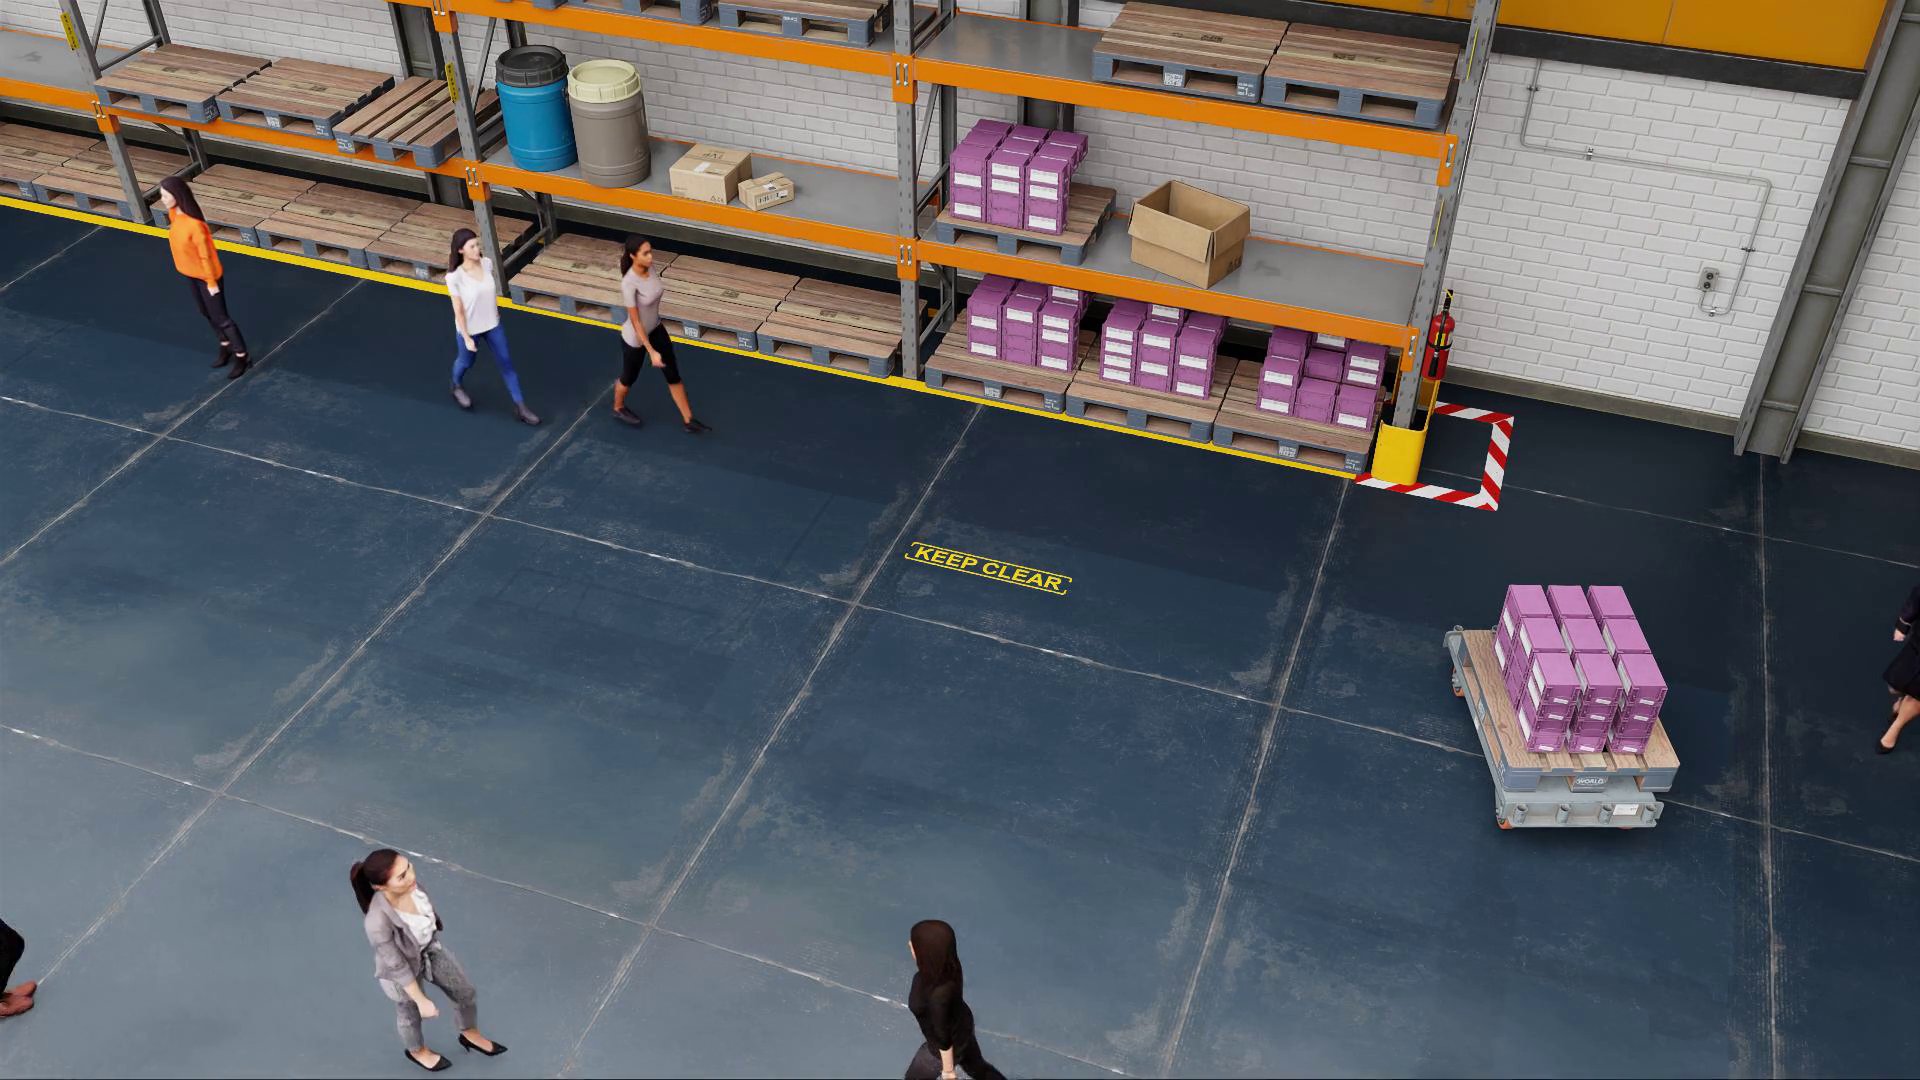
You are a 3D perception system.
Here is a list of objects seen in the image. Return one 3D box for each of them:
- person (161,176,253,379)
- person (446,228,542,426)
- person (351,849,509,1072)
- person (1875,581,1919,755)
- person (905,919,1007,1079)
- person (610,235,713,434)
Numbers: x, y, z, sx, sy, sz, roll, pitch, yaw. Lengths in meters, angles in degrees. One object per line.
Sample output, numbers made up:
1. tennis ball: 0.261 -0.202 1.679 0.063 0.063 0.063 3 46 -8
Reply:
1. person: -6.147 -2.157 13.554 0.625 1.744 0.757 30 47 32
2. person: -3.831 -1.656 13.005 1.206 1.645 0.862 26 45 29
3. person: -2.792 2.124 8.262 0.774 1.658 0.678 7 39 9
4. person: 5.991 0.643 10.119 0.896 1.656 0.823 -26 46 -29
5. person: 0.023 2.391 7.975 1.129 1.599 0.748 5 39 6
6. person: -2.512 -1.563 12.843 1.162 1.703 0.701 18 42 21
